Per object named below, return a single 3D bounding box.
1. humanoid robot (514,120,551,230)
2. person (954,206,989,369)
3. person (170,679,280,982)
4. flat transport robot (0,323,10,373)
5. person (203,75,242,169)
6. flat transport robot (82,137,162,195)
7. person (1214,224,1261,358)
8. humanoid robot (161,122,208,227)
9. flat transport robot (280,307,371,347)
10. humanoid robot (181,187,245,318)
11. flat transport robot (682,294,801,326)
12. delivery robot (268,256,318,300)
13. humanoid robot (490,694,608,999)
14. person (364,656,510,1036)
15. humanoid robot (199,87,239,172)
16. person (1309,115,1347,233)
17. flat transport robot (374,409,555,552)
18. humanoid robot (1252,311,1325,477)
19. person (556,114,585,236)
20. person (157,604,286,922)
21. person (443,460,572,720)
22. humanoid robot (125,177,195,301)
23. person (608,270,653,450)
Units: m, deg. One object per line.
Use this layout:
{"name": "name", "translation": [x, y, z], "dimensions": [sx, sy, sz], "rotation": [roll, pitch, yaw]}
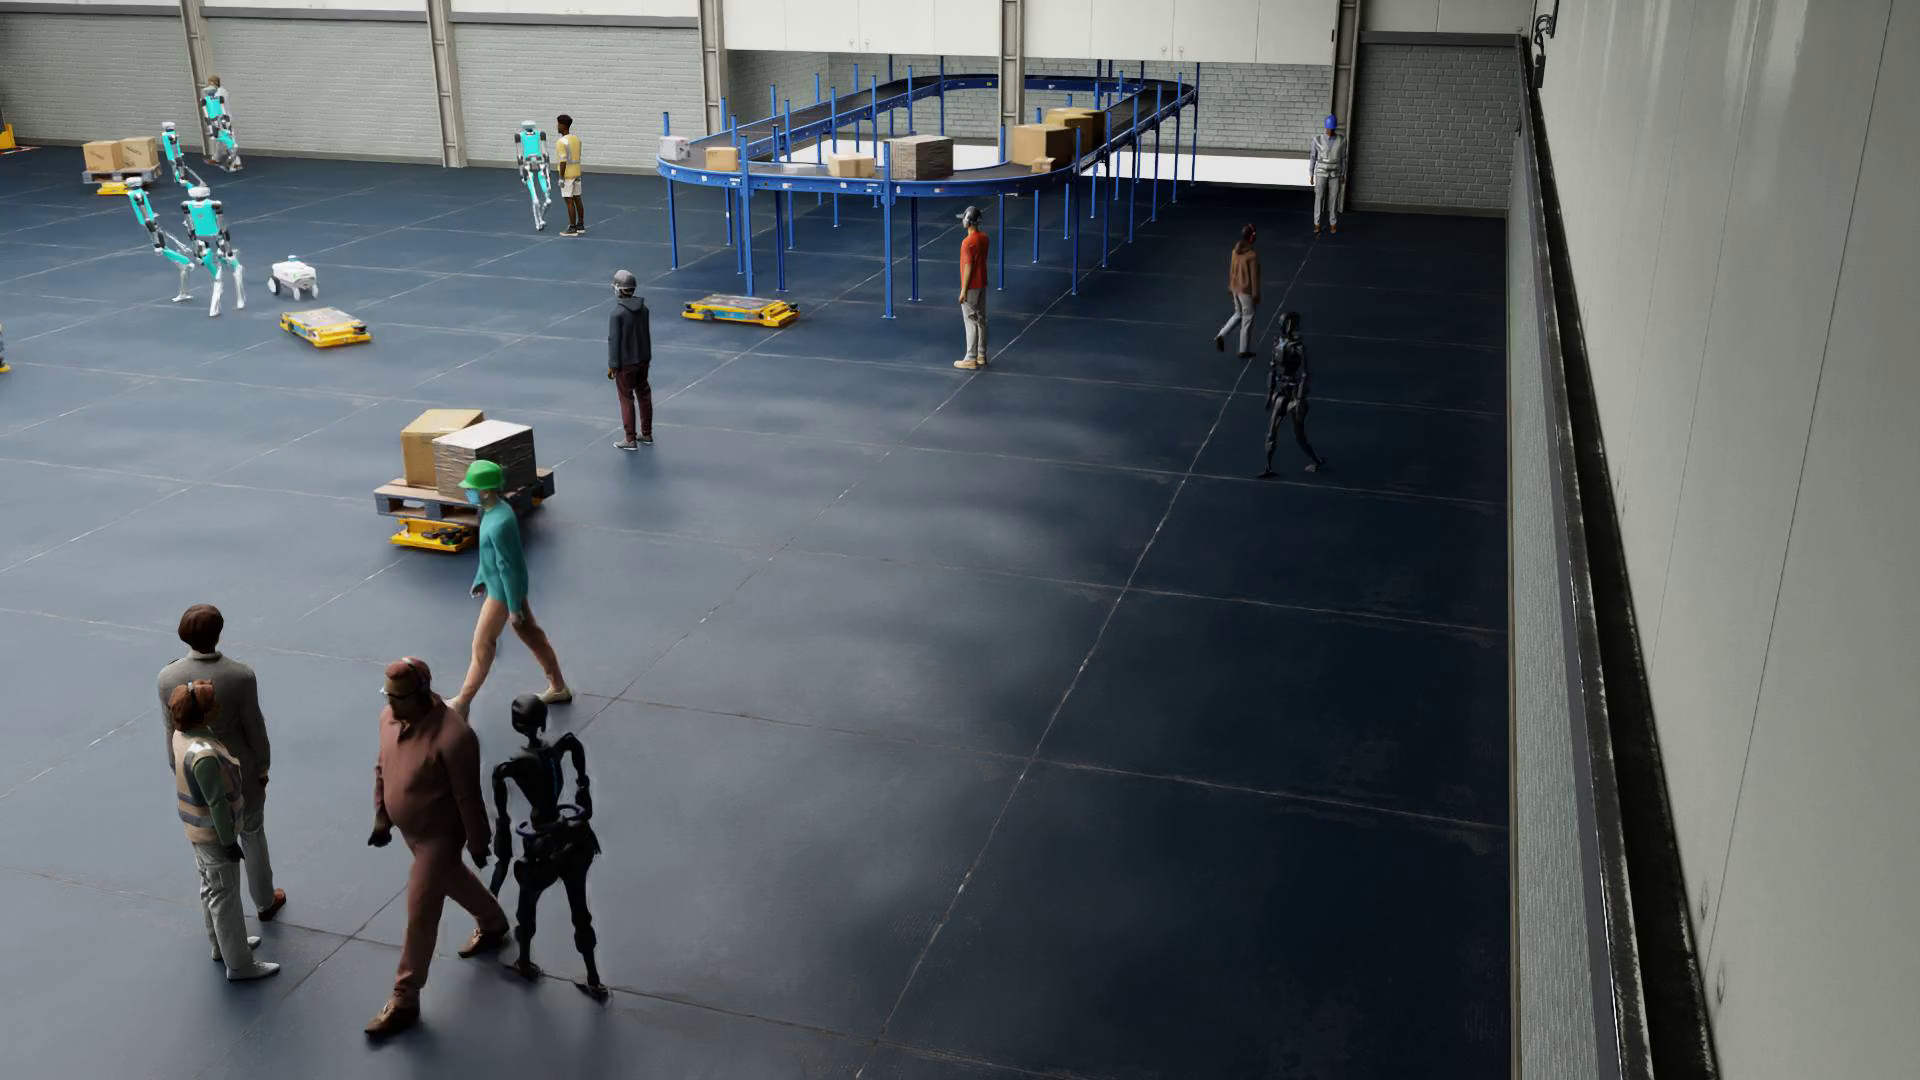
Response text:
{"name": "humanoid robot", "translation": [-7.140, -6.077, 28.051], "dimensions": [0.551, 1.894, 0.775], "rotation": [-8, 22, -19]}
{"name": "person", "translation": [0.127, -2.979, 19.623], "dimensions": [0.392, 1.911, 0.480], "rotation": [11, 24, 27]}
{"name": "person", "translation": [-3.782, 1.470, 8.454], "dimensions": [0.307, 1.641, 0.511], "rotation": [-15, 26, -34]}
{"name": "flat transport robot", "translation": [-11.928, -1.990, 19.339], "dimensions": [1.431, 0.231, 0.659], "rotation": [2, 21, 5]}
{"name": "person", "translation": [-15.312, -8.604, 34.264], "dimensions": [0.791, 1.879, 0.670], "rotation": [-4, 21, -11]}
{"name": "flat transport robot", "translation": [-16.018, -6.823, 31.875], "dimensions": [0.659, 0.231, 1.431], "rotation": [-5, 22, -13]}
{"name": "person", "translation": [3.384, -2.977, 19.996], "dimensions": [0.470, 1.637, 0.467], "rotation": [-11, 24, -26]}
{"name": "humanoid robot", "translation": [-13.057, -6.210, 28.177], "dimensions": [0.670, 1.748, 0.530], "rotation": [-15, 26, -35]}
{"name": "flat transport robot", "translation": [-8.125, -2.725, 21.245], "dimensions": [0.659, 0.231, 1.431], "rotation": [-17, 27, -36]}
{"name": "humanoid robot", "translation": [-9.894, -3.881, 22.256], "dimensions": [0.534, 1.764, 0.925], "rotation": [0, 21, 1]}
{"name": "flat transport robot", "translation": [-2.902, -3.049, 22.085], "dimensions": [1.431, 0.231, 0.659], "rotation": [8, 23, 20]}
{"name": "delivery robot", "translation": [-9.354, -3.693, 23.359], "dimensions": [0.770, 0.595, 0.499], "rotation": [20, 28, 41]}
{"name": "humanoid robot", "translation": [-2.088, 1.511, 8.331], "dimensions": [0.711, 1.631, 0.600], "rotation": [18, 27, 38]}
{"name": "person", "translation": [-2.665, 1.426, 8.283], "dimensions": [0.656, 1.841, 1.008], "rotation": [17, 27, 38]}
{"name": "humanoid robot", "translation": [-14.709, -8.177, 33.380], "dimensions": [0.981, 1.742, 0.530], "rotation": [12, 24, 28]}
{"name": "person", "translation": [6.107, -6.076, 27.635], "dimensions": [0.617, 1.932, 0.415], "rotation": [0, 21, 0]}
{"name": "flat transport robot", "translation": [-4.359, -0.242, 14.805], "dimensions": [0.659, 0.231, 1.431], "rotation": [7, 22, 17]}
{"name": "humanoid robot", "translation": [3.198, -1.386, 15.906], "dimensions": [0.758, 1.650, 0.587], "rotation": [-11, 23, -25]}
{"name": "person", "translation": [-6.446, -6.019, 27.435], "dimensions": [0.362, 1.964, 0.611], "rotation": [7, 22, 17]}
{"name": "person", "translation": [-3.947, 1.207, 8.900], "dimensions": [0.510, 1.824, 0.369], "rotation": [-4, 21, -9]}
{"name": "person", "translation": [-3.136, 0.333, 11.154], "dimensions": [0.983, 1.821, 0.520], "rotation": [-4, 21, -11]}
{"name": "humanoid robot", "translation": [-10.853, -4.083, 22.796], "dimensions": [0.823, 1.804, 0.536], "rotation": [-12, 24, -28]}
{"name": "person", "translation": [-3.320, -1.816, 16.757], "dimensions": [0.374, 1.807, 0.552], "rotation": [14, 25, 32]}
